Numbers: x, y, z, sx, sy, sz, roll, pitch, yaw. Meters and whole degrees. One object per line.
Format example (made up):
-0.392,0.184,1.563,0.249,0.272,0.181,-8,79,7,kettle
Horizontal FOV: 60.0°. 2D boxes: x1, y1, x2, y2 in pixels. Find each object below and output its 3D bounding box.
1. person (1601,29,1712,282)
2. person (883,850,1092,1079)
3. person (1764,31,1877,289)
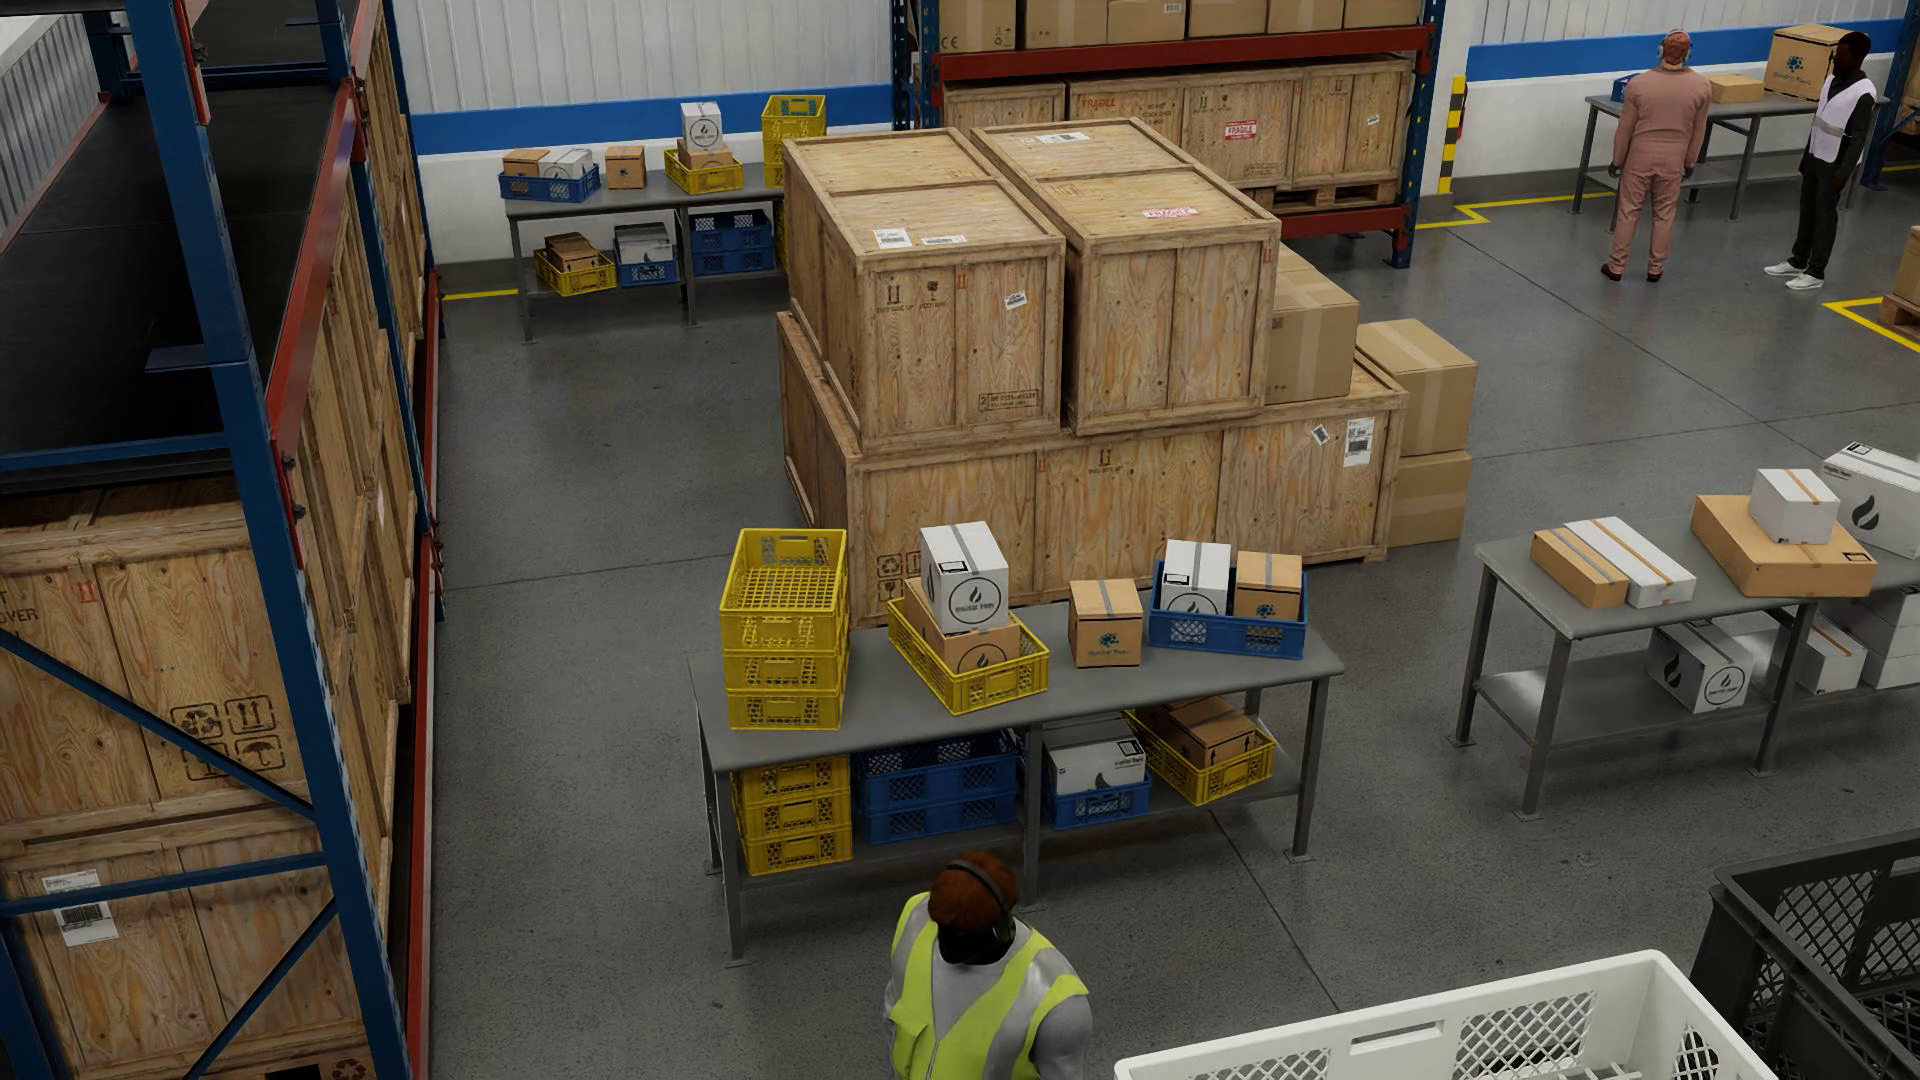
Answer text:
5.296,-2.916,12.699,0.639,1.909,0.407,5,29,9,person
0.031,1.598,4.576,0.624,1.840,0.429,20,35,32,person
6.585,-2.869,12.599,0.382,1.918,0.596,-1,29,-3,person
